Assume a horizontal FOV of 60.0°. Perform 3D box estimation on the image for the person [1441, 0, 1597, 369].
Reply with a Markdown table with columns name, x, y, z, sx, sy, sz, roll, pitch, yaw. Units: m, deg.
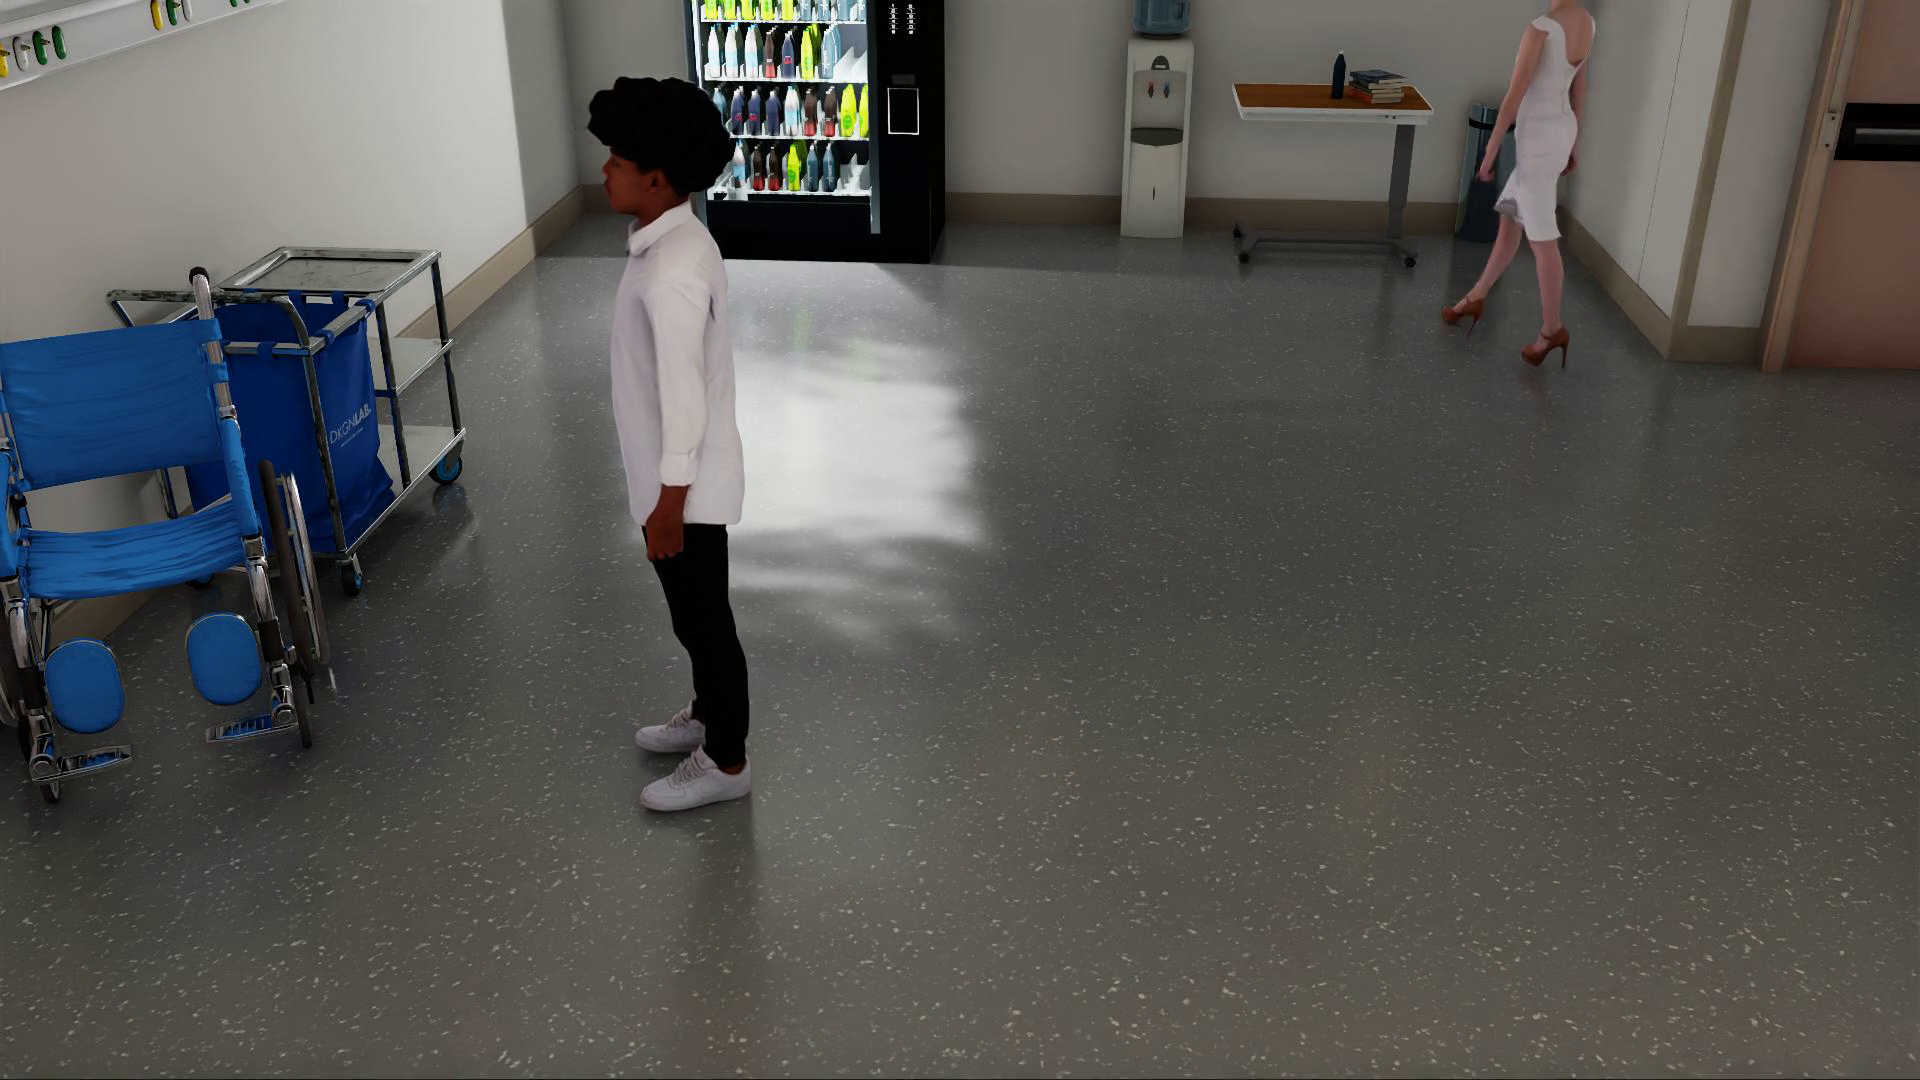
| name | x | y | z | sx | sy | sz | roll | pitch | yaw |
| --- | --- | --- | --- | --- | --- | --- | --- | --- | --- |
| person | 2.466 | -1.540 | 6.814 | 0.921 | 1.771 | 0.982 | -20 | 32 | -36 |

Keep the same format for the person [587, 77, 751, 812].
| name | x | y | z | sx | sy | sz | roll | pitch | yaw |
| --- | --- | --- | --- | --- | --- | --- | --- | --- | --- |
| person | -0.661 | -0.194 | 3.978 | 0.653 | 1.809 | 0.684 | -4 | 26 | -8 |
